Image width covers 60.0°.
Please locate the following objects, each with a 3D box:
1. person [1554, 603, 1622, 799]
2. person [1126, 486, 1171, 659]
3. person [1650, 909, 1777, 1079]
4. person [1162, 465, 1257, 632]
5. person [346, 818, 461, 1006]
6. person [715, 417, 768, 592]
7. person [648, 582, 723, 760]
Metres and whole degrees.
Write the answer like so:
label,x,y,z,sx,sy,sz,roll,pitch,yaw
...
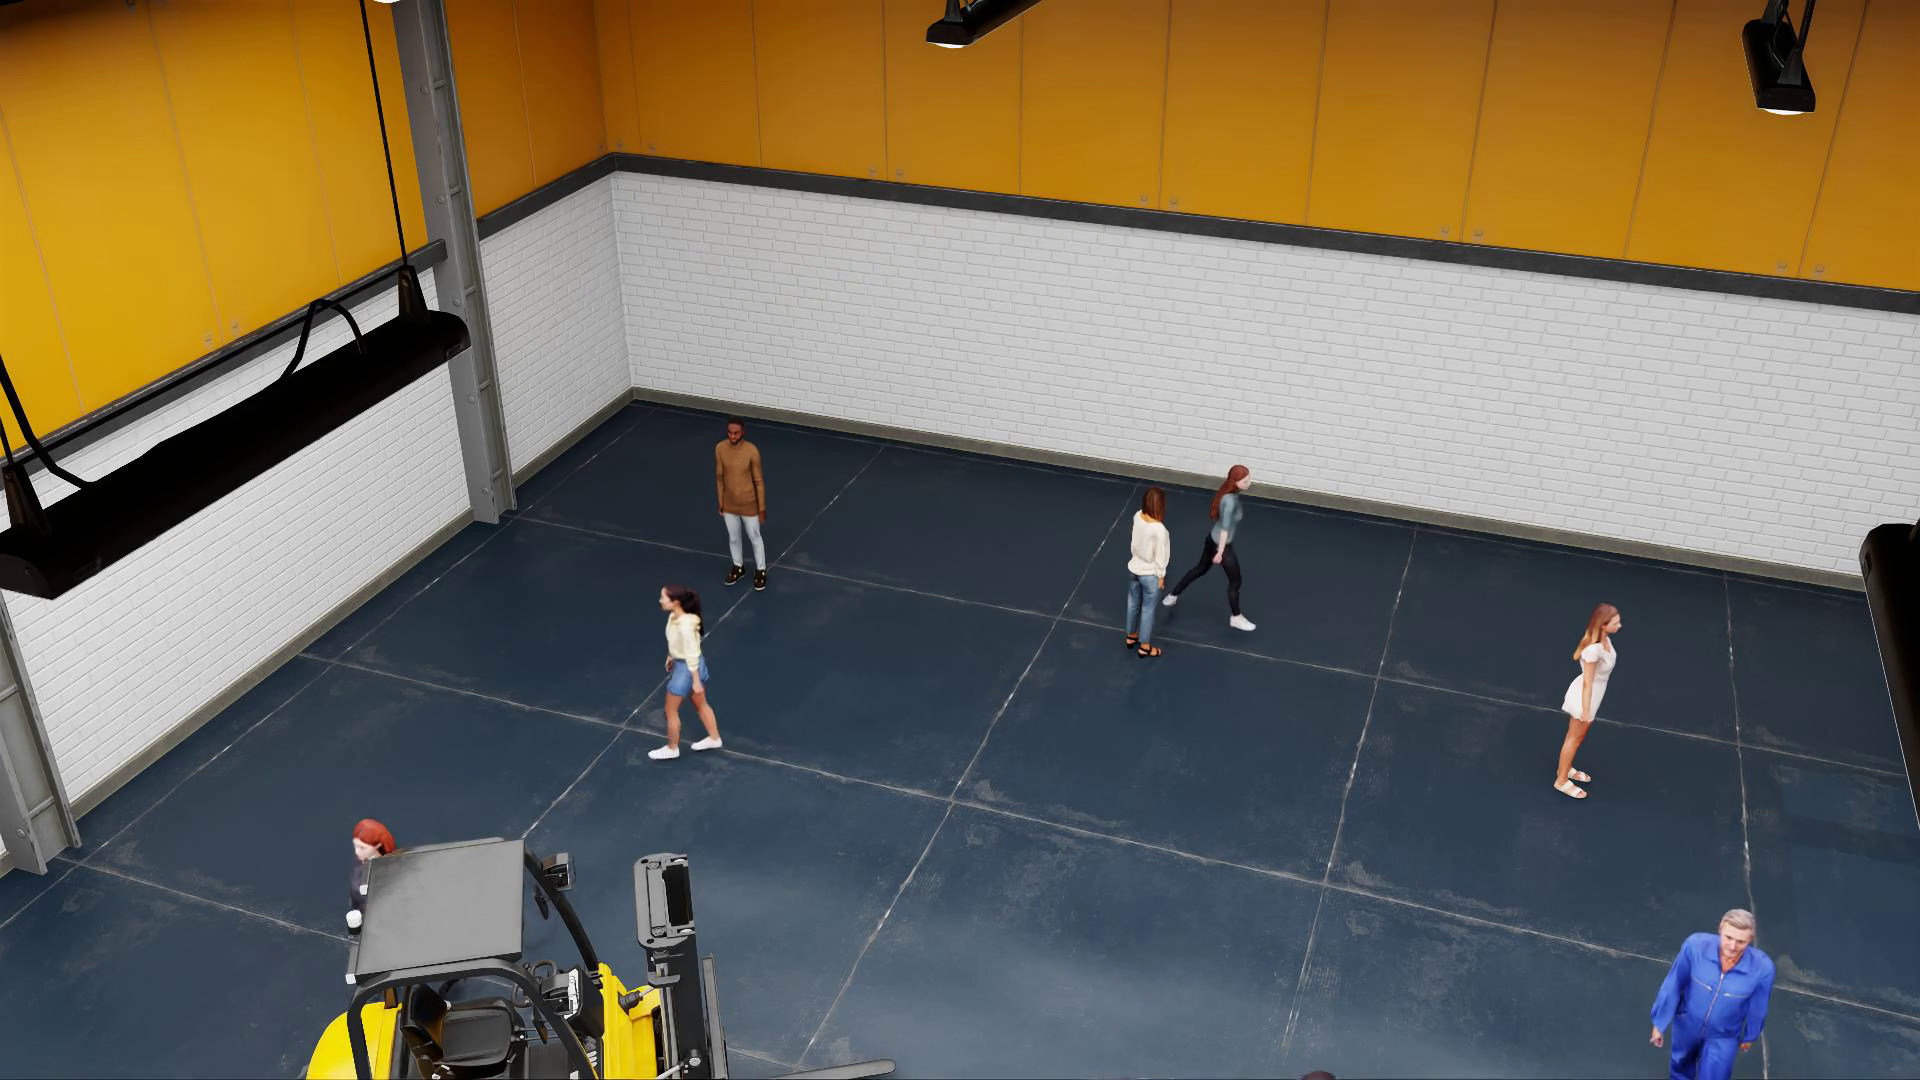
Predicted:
label,x,y,z,sx,sy,sz,roll,pitch,yaw
person,4.953,1.234,13.158,0.661,1.697,0.539,15,32,26
person,1.667,0.280,14.926,0.739,1.679,0.688,-14,32,-24
person,4.520,2.883,10.043,0.942,1.784,1.242,19,34,30
person,2.329,0.060,15.308,0.848,1.699,1.105,2,29,3
person,-3.654,2.488,10.821,0.898,1.733,1.235,24,37,37
person,-2.097,-0.370,15.979,0.640,1.810,0.562,8,30,15
person,-2.134,1.054,13.580,0.959,1.608,0.932,-7,29,-12
